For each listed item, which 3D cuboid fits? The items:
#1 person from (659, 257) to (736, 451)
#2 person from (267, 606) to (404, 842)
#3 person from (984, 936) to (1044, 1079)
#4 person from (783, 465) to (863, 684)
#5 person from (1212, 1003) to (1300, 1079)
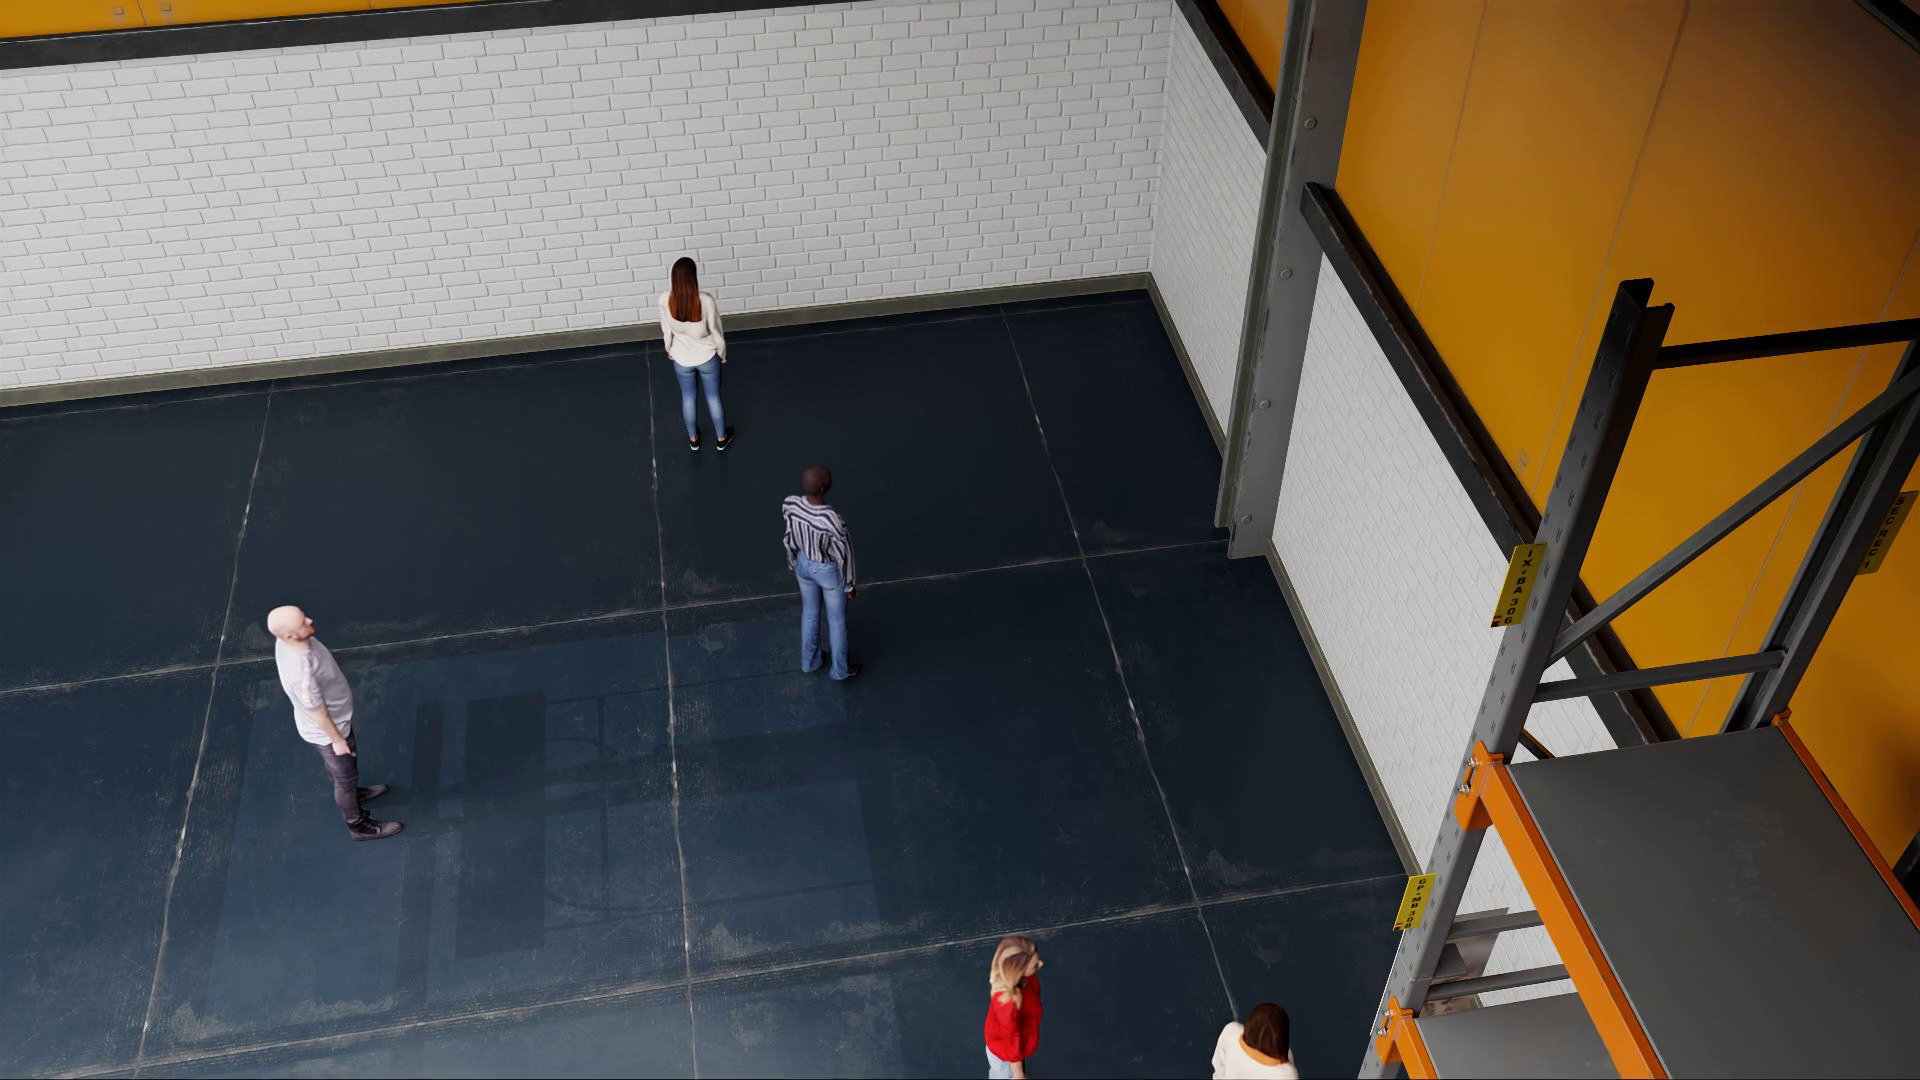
[{"bbox_3d":[-1.950,-1.368,12.322,0.666,1.692,0.626,3,44,3],"label":"person"},{"bbox_3d":[-3.695,1.047,9.685,0.778,1.832,0.620,-18,47,-18],"label":"person"},{"bbox_3d":[0.250,2.484,8.269,0.710,1.705,0.504,0,44,0],"label":"person"},{"bbox_3d":[-0.878,0.223,10.577,0.715,1.794,0.755,22,48,21],"label":"person"},{"bbox_3d":[1.391,2.728,8.029,0.673,1.682,0.756,31,52,29],"label":"person"}]
